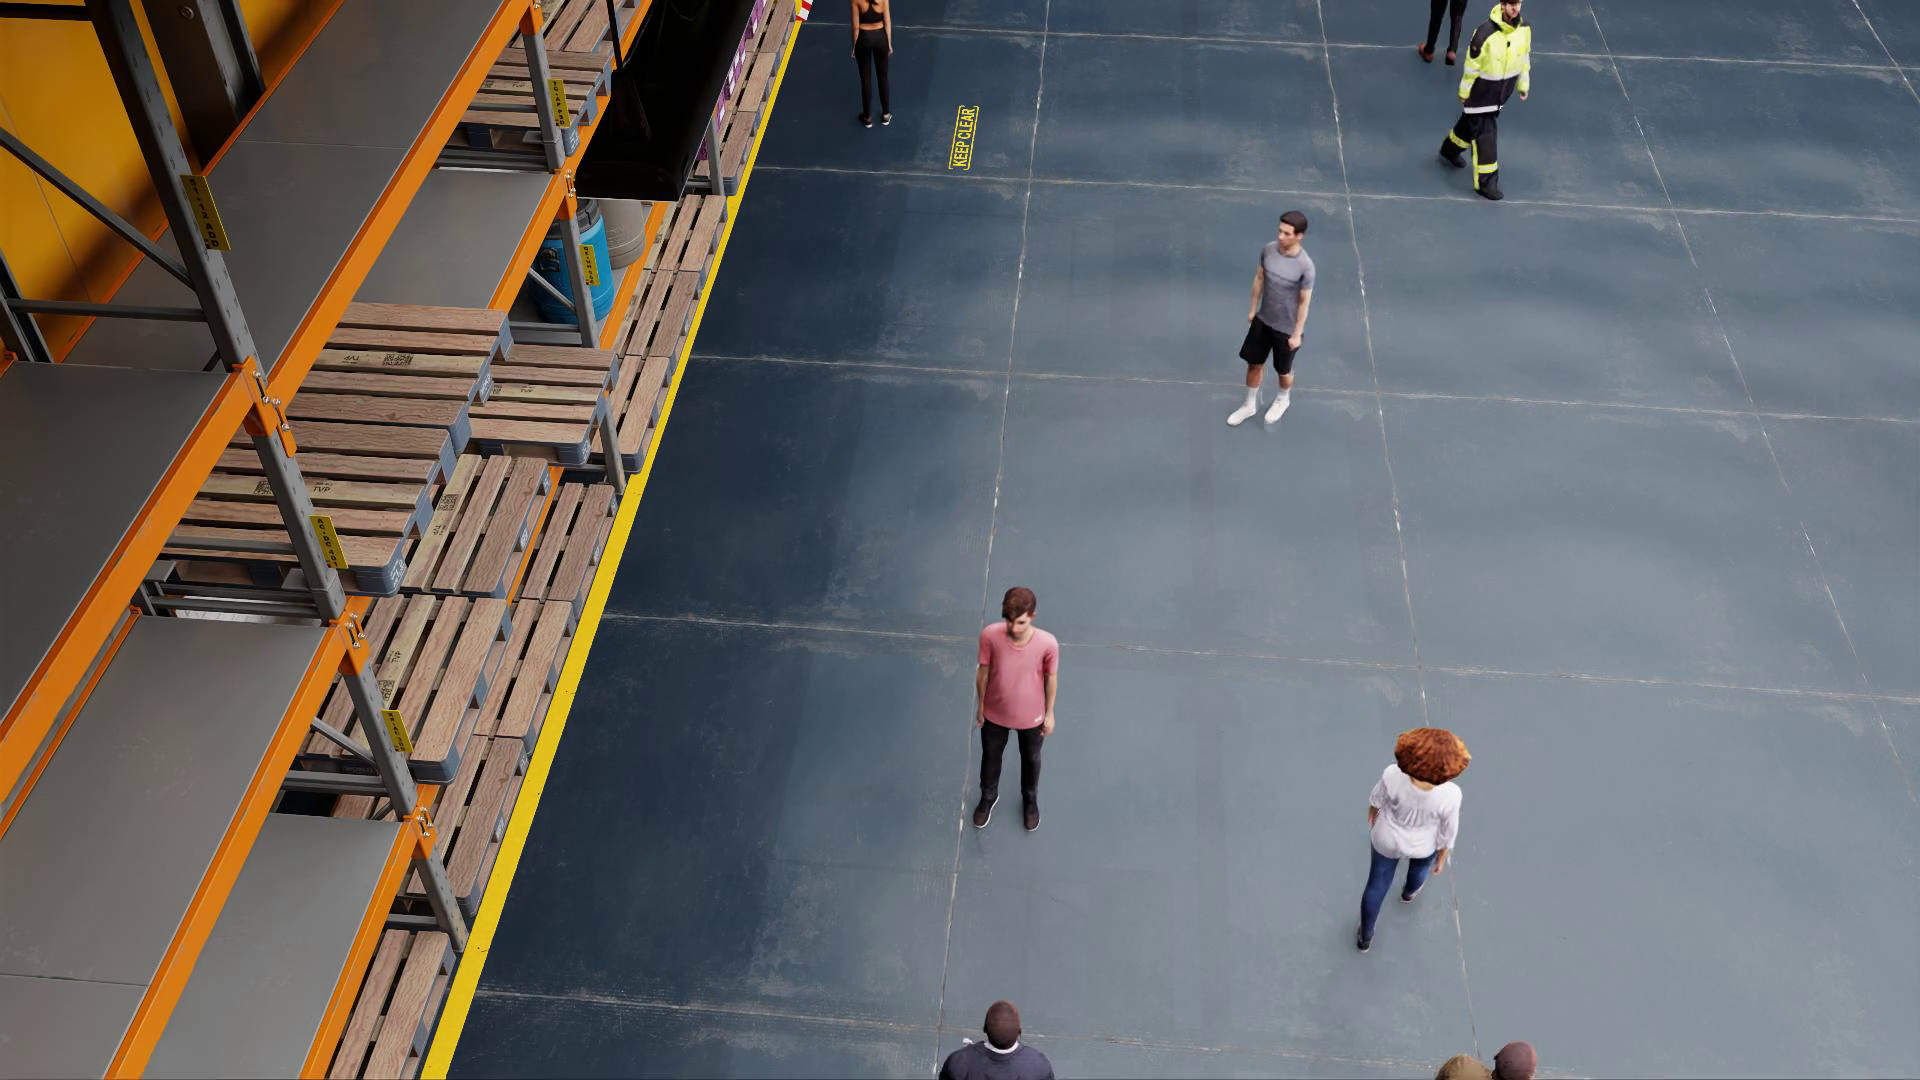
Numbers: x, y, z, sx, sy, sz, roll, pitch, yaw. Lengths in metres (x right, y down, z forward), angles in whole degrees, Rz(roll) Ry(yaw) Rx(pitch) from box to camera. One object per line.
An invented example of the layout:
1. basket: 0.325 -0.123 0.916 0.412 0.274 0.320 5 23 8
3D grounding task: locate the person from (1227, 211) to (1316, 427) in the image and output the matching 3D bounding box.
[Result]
1. person: 2.446 -1.684 12.656 0.895 1.872 0.960 31 52 29

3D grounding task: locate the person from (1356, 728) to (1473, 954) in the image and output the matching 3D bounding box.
1. person: 2.449 1.715 9.220 0.859 1.691 1.041 17 46 17

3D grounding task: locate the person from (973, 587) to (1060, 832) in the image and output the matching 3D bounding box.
1. person: 0.327 0.985 9.793 0.625 1.956 0.543 5 44 5

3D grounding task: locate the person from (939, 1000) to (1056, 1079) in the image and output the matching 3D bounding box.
1. person: 0.175 2.846 7.948 0.752 1.808 0.856 -2 44 -2

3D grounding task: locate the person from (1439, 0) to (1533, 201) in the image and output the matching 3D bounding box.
1. person: 4.798 -4.183 15.233 1.212 1.937 1.357 -22 48 -22

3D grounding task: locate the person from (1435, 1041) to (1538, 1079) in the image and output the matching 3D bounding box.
1. person: 2.351 2.945 7.853 1.103 1.794 1.289 27 50 26

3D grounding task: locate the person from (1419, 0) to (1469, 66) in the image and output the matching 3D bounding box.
1. person: 5.014 -5.651 16.823 0.782 1.868 0.927 -1 44 -1

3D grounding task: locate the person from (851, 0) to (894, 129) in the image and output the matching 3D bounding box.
1. person: -0.853 -4.783 16.075 0.615 1.643 0.579 -8 44 -8
